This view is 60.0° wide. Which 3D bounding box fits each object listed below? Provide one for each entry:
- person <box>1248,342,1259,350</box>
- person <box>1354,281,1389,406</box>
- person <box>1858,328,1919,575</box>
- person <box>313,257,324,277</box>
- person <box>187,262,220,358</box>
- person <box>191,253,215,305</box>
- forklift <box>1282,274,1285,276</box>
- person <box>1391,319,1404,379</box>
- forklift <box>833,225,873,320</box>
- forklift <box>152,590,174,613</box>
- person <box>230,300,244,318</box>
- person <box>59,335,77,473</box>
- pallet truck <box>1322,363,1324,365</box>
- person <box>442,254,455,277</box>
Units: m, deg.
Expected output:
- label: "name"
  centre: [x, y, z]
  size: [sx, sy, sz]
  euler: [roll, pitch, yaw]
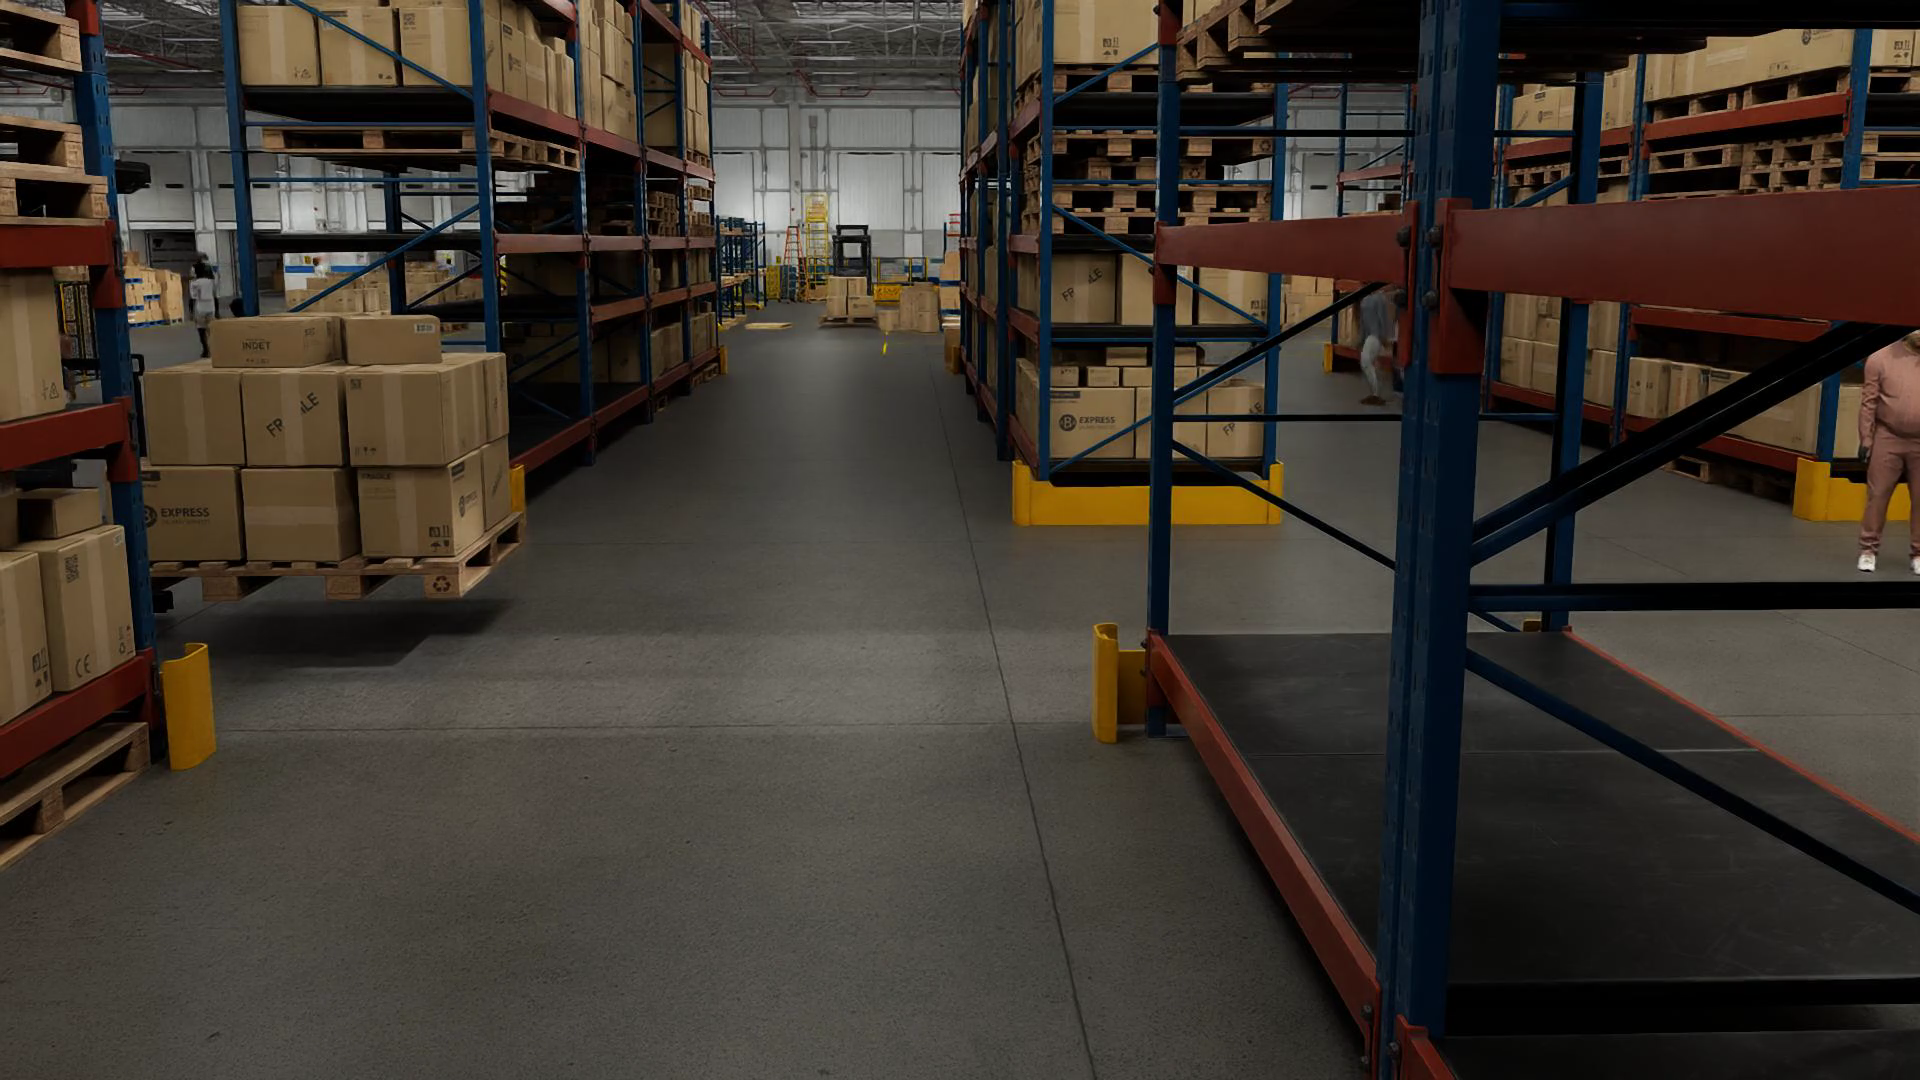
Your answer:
- label: "person"
  centre: [6.153, -4.560, 33.910]
  size: [0.832, 1.668, 0.527]
  euler: [-7, 12, -33]
- label: "person"
  centre: [5.895, -2.857, 23.816]
  size: [0.540, 1.888, 0.722]
  euler: [-1, 10, -3]
- label: "person"
  centre: [6.692, -0.694, 11.744]
  size: [0.643, 1.898, 0.397]
  euler: [5, 11, 24]
- label: "person"
  centre: [-21.022, -8.382, 54.712]
  size: [0.932, 1.851, 0.589]
  euler: [-2, 10, -13]
- label: "person"
  centre: [-15.191, -4.611, 33.423]
  size: [0.499, 1.944, 0.603]
  euler: [6, 12, 31]
- label: "person"
  centre: [-22.375, -7.508, 49.287]
  size: [0.550, 2.000, 0.752]
  euler: [6, 12, 31]
- label: "forklift"
  centre: [12.135, -10.836, 65.485]
  size: [1.129, 2.768, 1.873]
  euler: [0, 10, -2]
- label: "person"
  centre: [5.870, -2.360, 21.609]
  size: [0.553, 1.665, 0.717]
  euler: [0, 10, -2]
- label: "forklift"
  centre: [-3.110, -7.745, 48.265]
  size: [1.129, 2.768, 1.873]
  euler: [0, 10, -2]
- label: "forklift"
  centre: [-5.858, -0.811, 9.639]
  size: [1.873, 2.768, 1.129]
  euler: [-1, 10, -3]
- label: "person"
  centre: [-8.628, -2.059, 20.014]
  size: [0.547, 1.648, 0.867]
  euler: [-7, 12, -33]
- label: "person"
  centre: [-9.187, -1.511, 16.752]
  size: [0.545, 1.714, 0.924]
  euler: [-7, 13, -36]
- label: "pallet truck"
  centre: [7.712, -4.157, 30.737]
  size: [1.885, 1.965, 0.823]
  euler: [3, 11, 16]
- label: "person"
  centre: [-18.805, -9.550, 61.103]
  size: [0.964, 1.888, 0.600]
  euler: [4, 11, 20]
